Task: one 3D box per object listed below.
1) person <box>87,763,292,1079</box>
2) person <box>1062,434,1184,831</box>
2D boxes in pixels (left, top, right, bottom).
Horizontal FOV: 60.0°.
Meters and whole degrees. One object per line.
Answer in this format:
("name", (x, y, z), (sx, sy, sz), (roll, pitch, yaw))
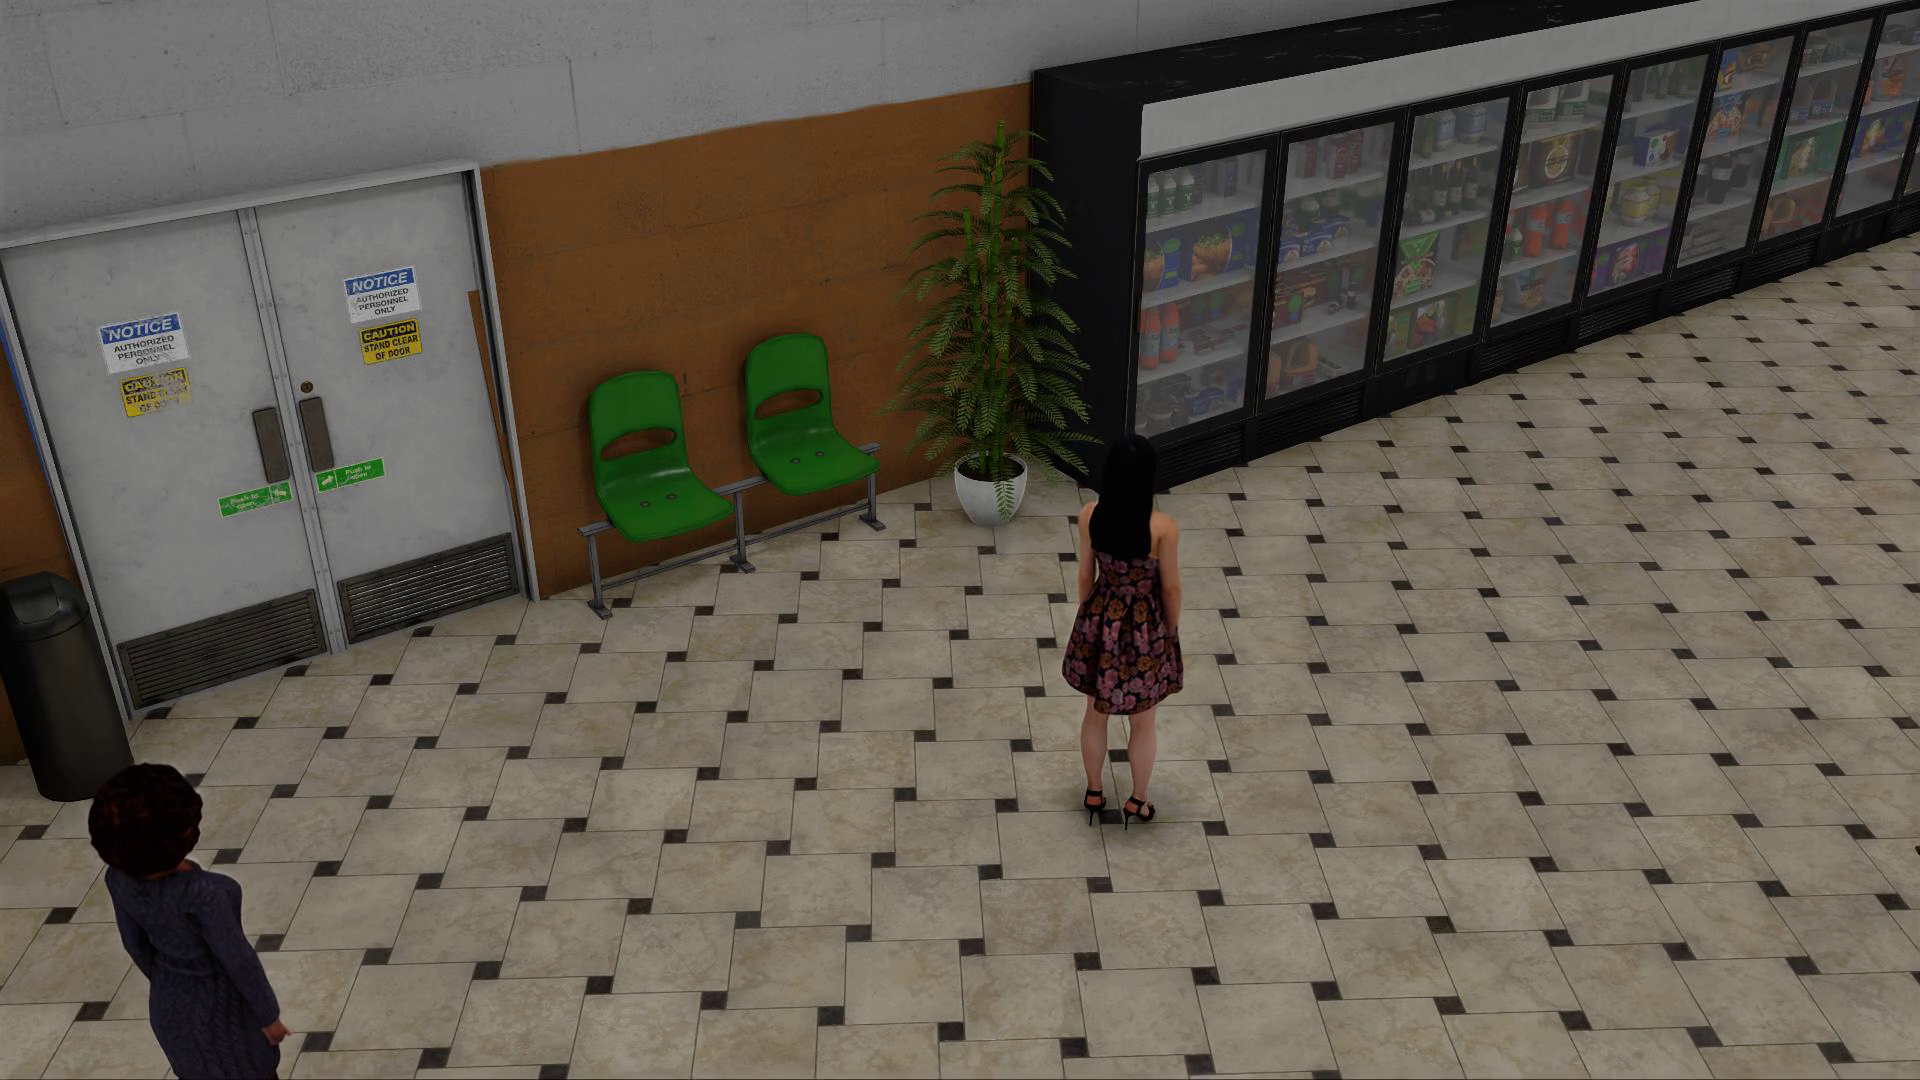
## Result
("person", (-2.199, 1.384, 4.863), (0.629, 1.710, 0.720), (10, 30, 17))
("person", (0.657, 0.387, 6.622), (0.784, 1.774, 0.860), (10, 30, 18))
